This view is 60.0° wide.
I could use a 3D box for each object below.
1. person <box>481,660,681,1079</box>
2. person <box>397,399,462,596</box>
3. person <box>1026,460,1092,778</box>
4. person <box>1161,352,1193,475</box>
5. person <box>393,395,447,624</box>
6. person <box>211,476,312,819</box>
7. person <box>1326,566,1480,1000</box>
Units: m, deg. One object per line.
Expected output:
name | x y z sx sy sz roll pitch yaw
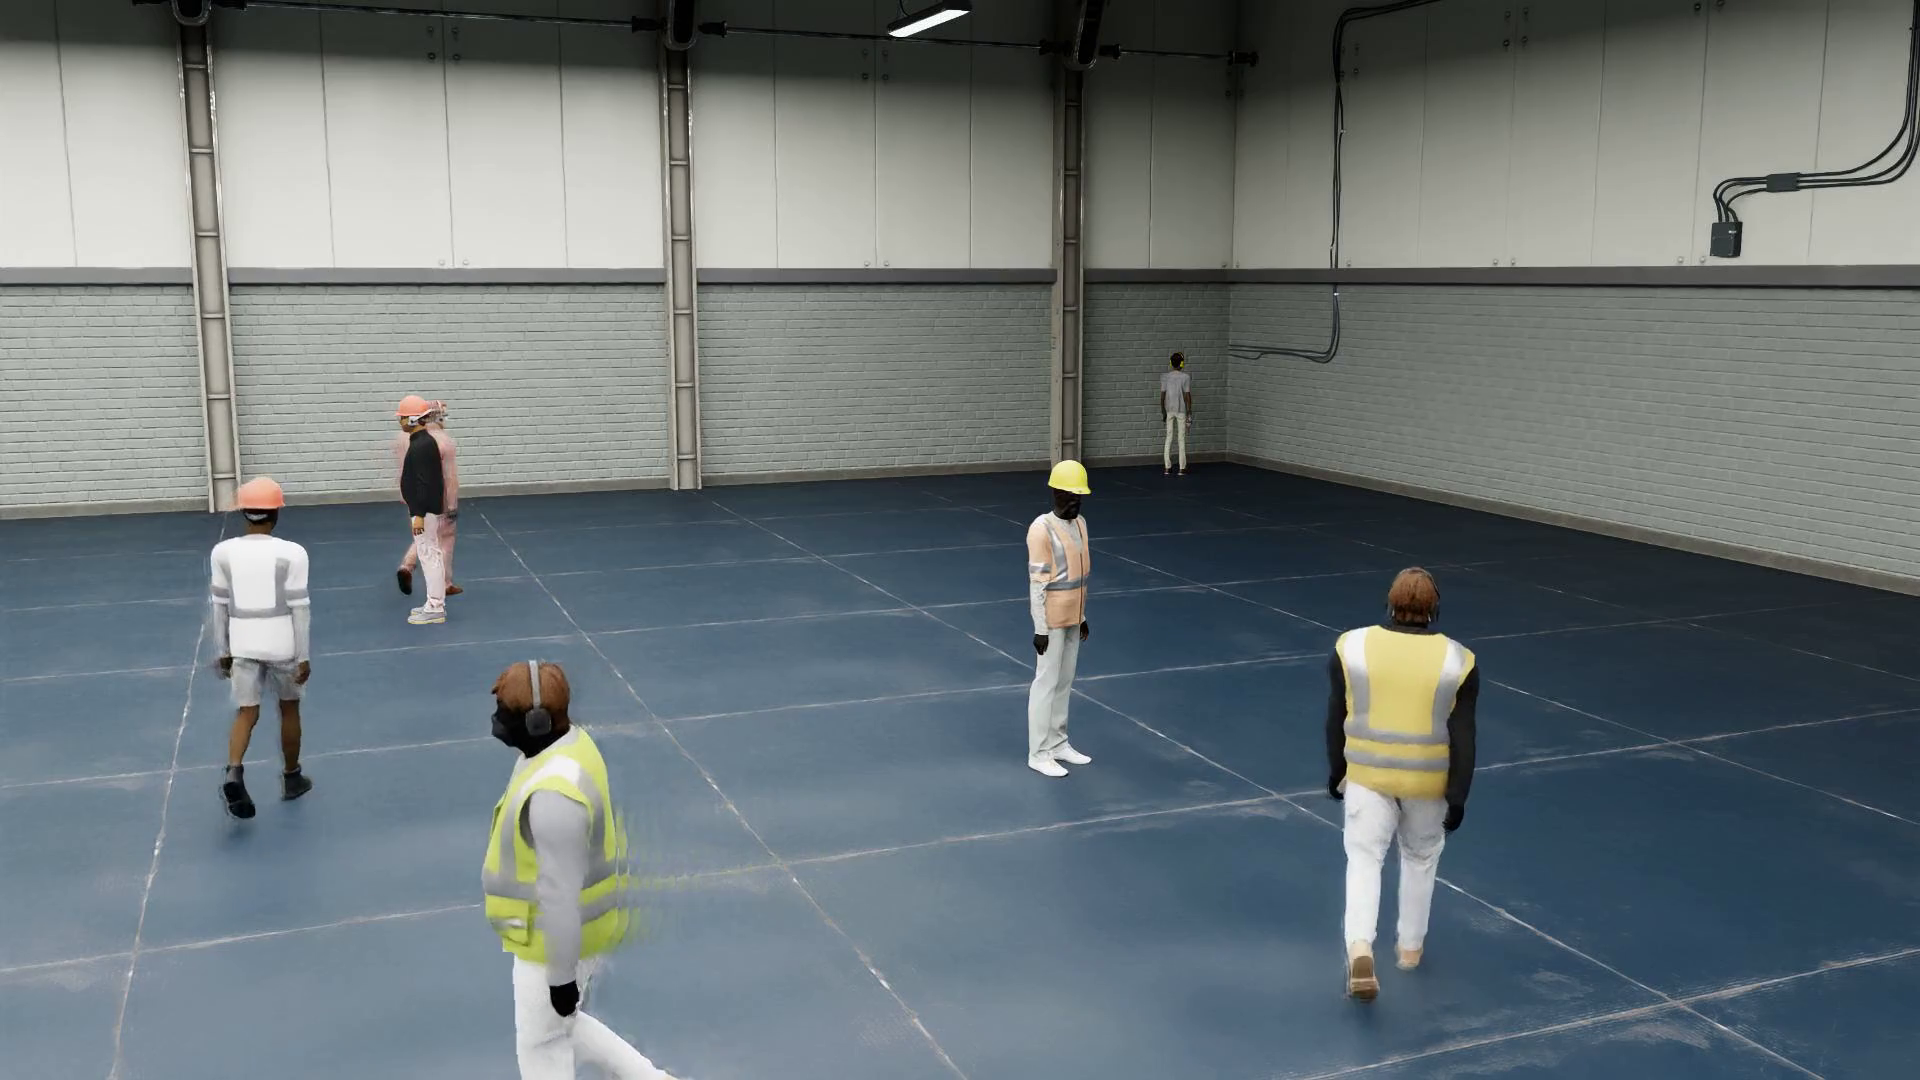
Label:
person | -1.254 1.271 5.409 0.582 1.826 0.639 -2 9 -10
person | -4.969 -0.376 15.565 0.659 1.882 0.591 4 10 24
person | 0.627 0.466 10.150 0.375 1.922 0.594 5 11 31
person | 3.308 -1.926 25.352 0.512 1.870 0.328 5 10 28
person | -4.707 -0.265 14.526 0.396 1.992 0.623 -2 9 -11
person | -3.939 0.602 9.360 0.553 1.913 0.821 0 9 -2
person | 1.854 1.017 7.046 0.626 1.821 0.820 3 9 17
